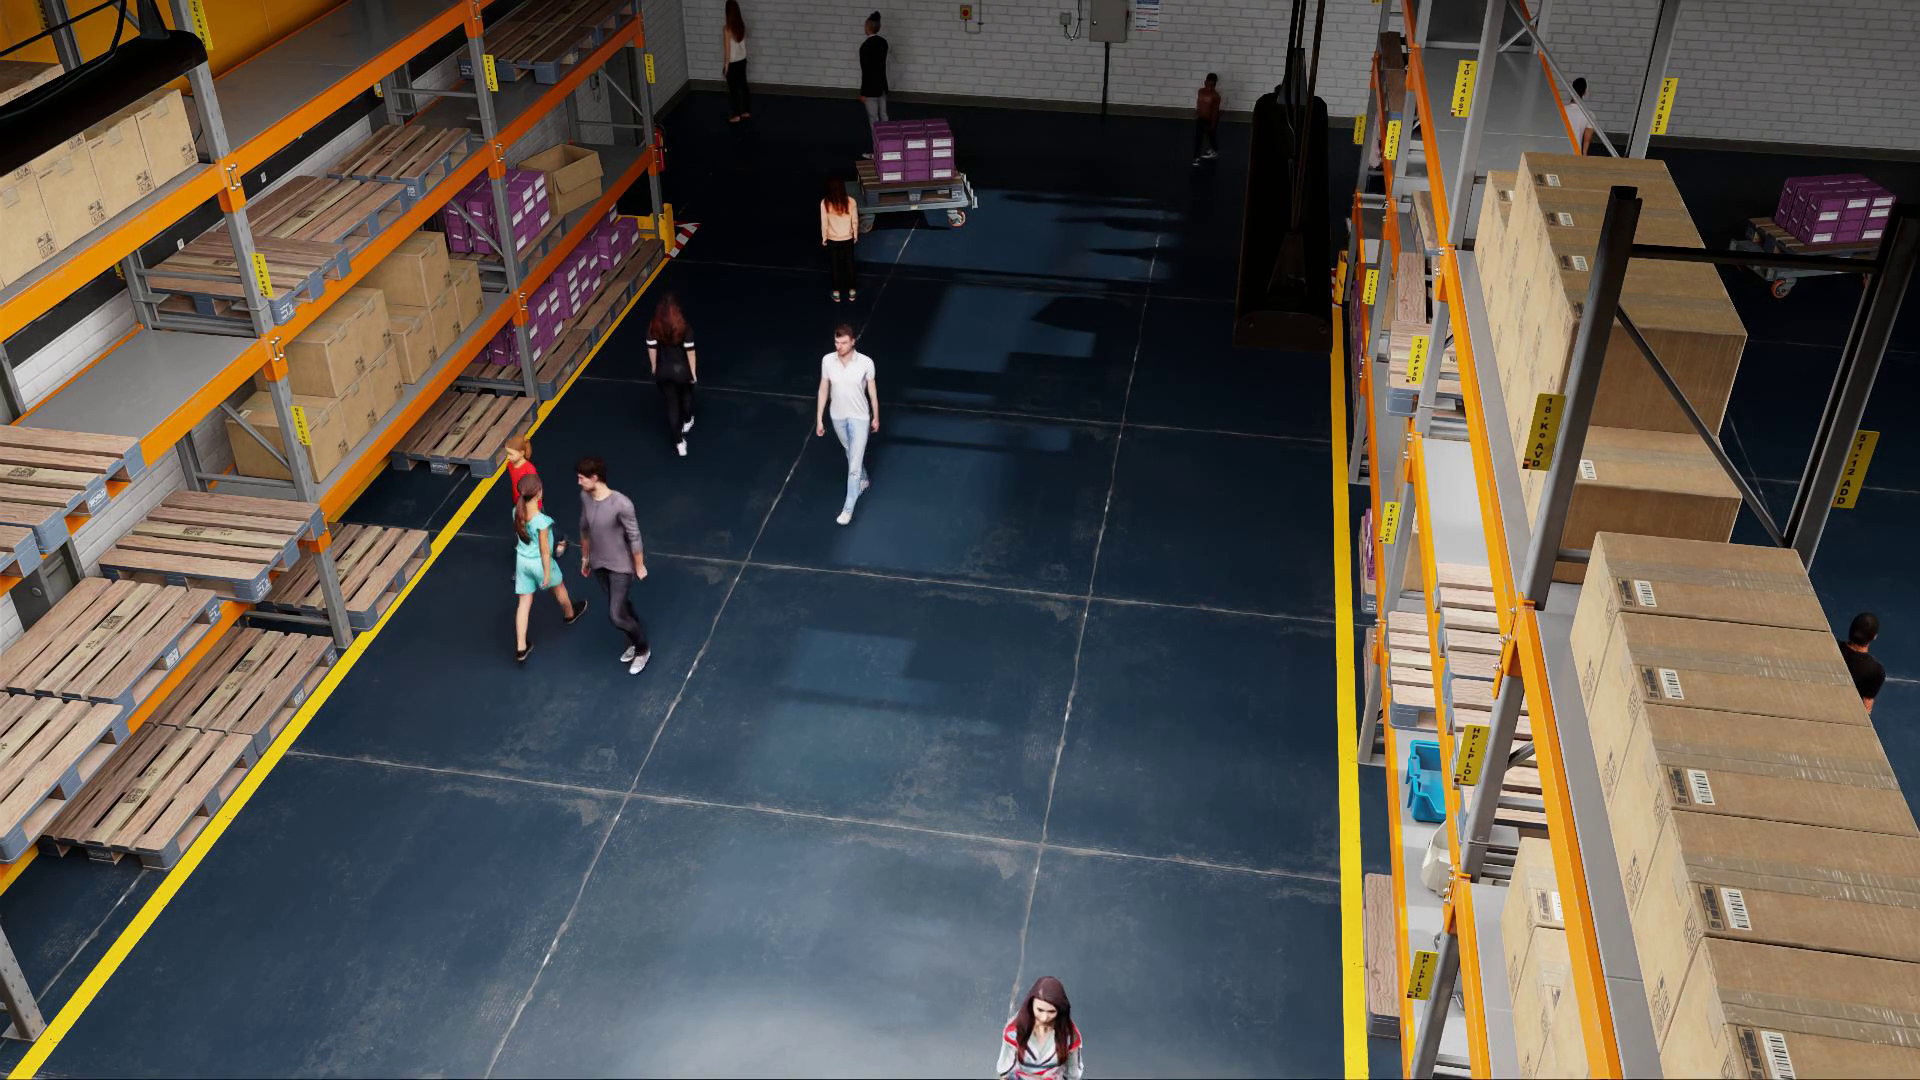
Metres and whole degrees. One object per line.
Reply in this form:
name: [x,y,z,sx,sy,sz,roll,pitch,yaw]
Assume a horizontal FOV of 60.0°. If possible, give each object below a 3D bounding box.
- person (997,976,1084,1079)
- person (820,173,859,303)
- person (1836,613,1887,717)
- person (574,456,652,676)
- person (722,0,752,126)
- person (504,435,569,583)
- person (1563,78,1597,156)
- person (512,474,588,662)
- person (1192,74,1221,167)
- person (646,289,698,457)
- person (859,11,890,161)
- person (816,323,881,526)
person: [0.415,2.887,8.946,0.652,1.606,0.736,2,34,3]
person: [-1.331,-3.362,18.458,0.624,1.483,0.603,-4,34,-5]
person: [5.838,1.266,11.266,0.890,1.738,0.982,27,42,35]
person: [-2.627,0.132,12.893,0.818,1.826,0.821,20,38,27]
person: [-3.116,-6.675,23.226,0.717,1.722,0.588,22,39,29]
person: [-3.594,-0.317,14.053,0.669,1.288,0.933,16,37,22]
person: [7.283,-4.634,20.029,0.666,1.864,0.526,6,34,9]
person: [-3.365,0.236,13.014,0.775,1.517,1.143,15,36,21]
person: [3.300,-5.596,22.064,0.797,1.212,0.980,27,42,34]
person: [-2.691,-1.532,15.591,0.713,1.610,0.946,-1,34,-2]
person: [-1.122,-6.029,22.049,0.841,1.949,0.674,18,38,25]
person: [-0.944,-1.110,14.785,0.774,1.799,1.177,10,35,14]
